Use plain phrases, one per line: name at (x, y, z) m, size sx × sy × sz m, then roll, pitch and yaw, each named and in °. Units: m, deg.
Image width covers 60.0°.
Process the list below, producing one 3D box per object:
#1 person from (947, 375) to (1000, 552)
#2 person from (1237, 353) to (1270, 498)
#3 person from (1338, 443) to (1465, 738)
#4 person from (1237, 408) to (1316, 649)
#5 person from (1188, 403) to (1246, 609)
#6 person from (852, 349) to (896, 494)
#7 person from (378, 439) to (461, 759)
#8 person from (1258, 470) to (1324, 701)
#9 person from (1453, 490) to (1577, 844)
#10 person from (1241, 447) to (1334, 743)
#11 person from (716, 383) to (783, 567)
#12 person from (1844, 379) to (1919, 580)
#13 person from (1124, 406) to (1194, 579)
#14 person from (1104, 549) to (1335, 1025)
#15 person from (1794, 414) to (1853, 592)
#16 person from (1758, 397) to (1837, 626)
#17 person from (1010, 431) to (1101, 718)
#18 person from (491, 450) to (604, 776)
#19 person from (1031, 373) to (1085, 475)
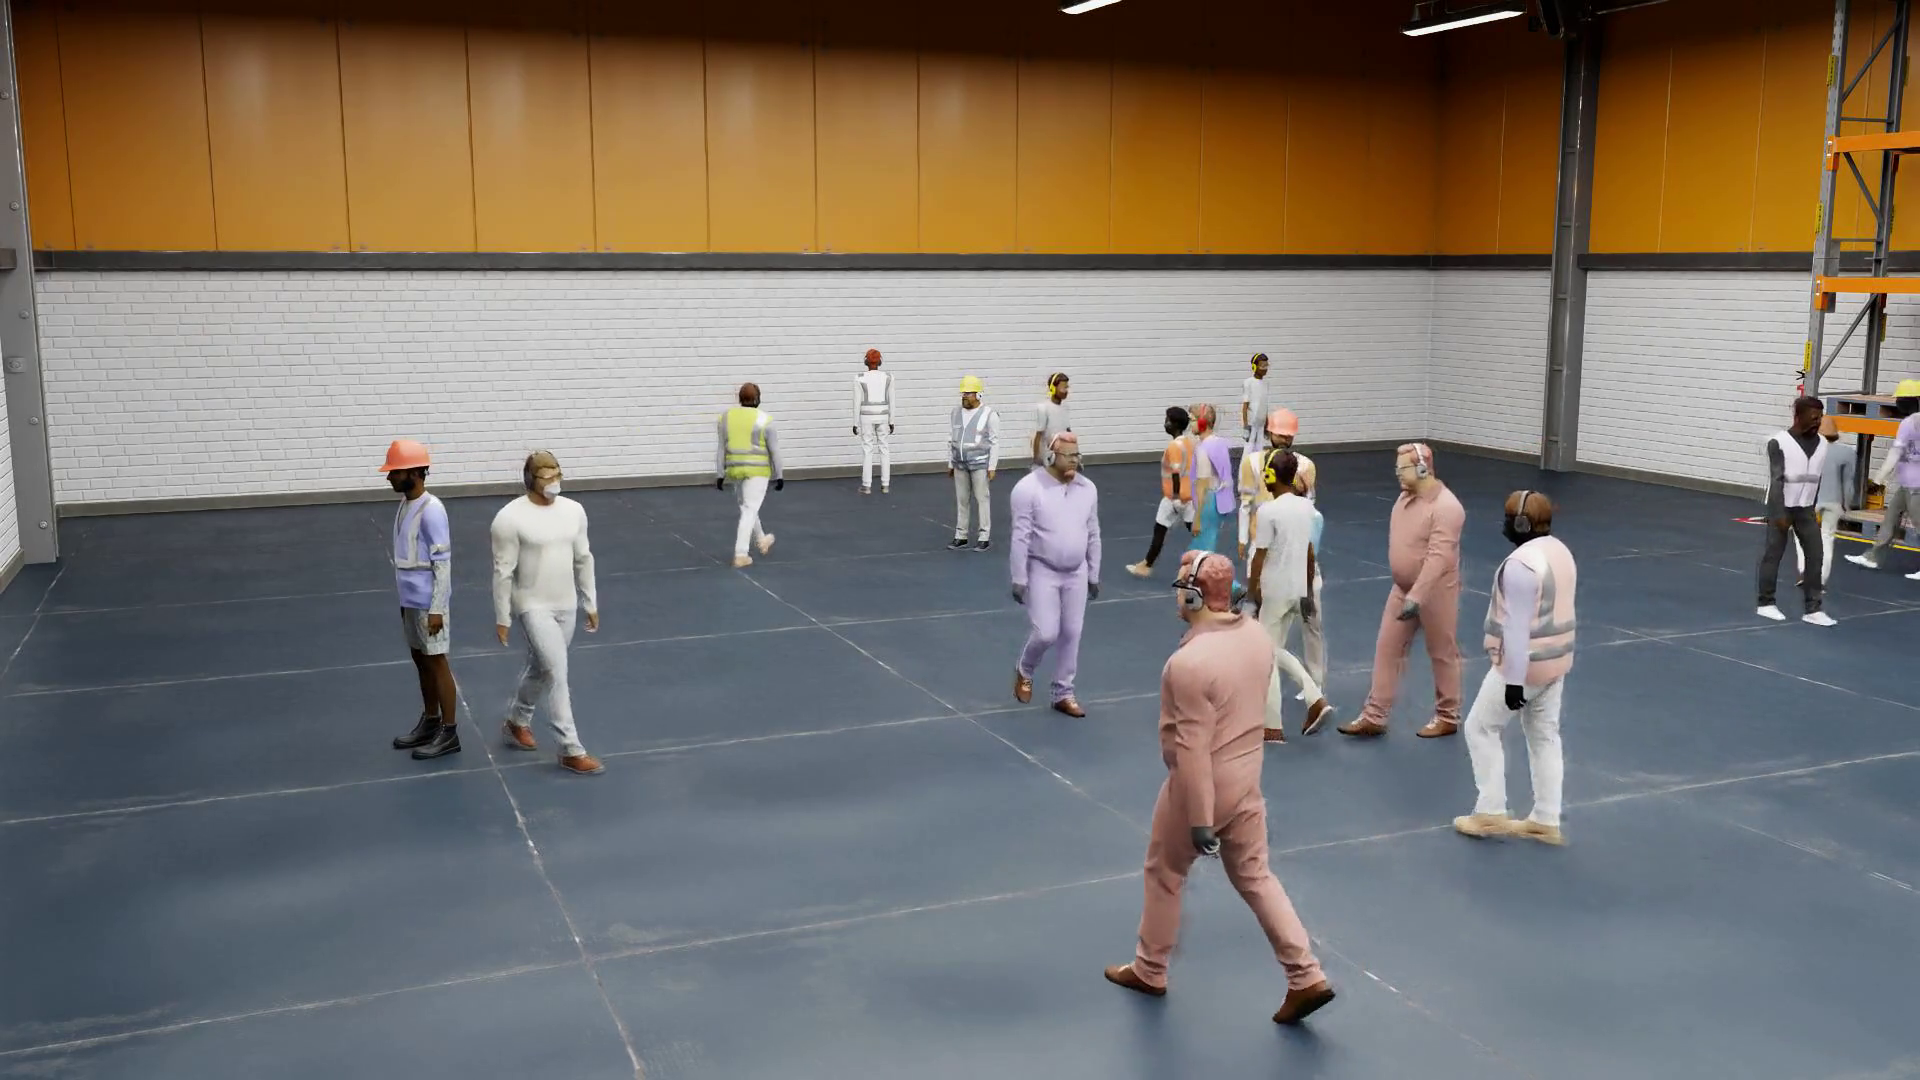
person at (0.115, -0.795, 17.287) m, size 0.600 × 1.832 × 0.404 m, roll 6°, pitch 11°, yaw 31°
person at (3.763, -1.440, 21.138) m, size 0.515 × 1.863 × 0.349 m, roll -9°, pitch 13°, yaw -42°
person at (2.767, 0.338, 10.312) m, size 0.903 × 1.862 × 0.632 m, roll -4°, pitch 10°, yaw -22°
person at (2.372, -0.043, 12.471) m, size 0.562 × 1.918 × 0.554 m, roll 2°, pitch 10°, yaw 12°
person at (2.084, -0.224, 13.856) m, size 0.447 × 1.828 × 0.569 m, roll 3°, pitch 10°, yaw 19°
person at (-1.122, -1.543, 21.667) m, size 0.580 × 1.883 × 0.352 m, roll -3°, pitch 10°, yaw -20°
person at (-3.266, 0.352, 10.019) m, size 0.375 × 1.935 × 0.551 m, roll -7°, pitch 12°, yaw -37°
person at (2.171, 0.334, 11.174) m, size 0.828 × 1.596 × 0.505 m, roll -8°, pitch 12°, yaw -40°
person at (2.849, 0.647, 8.571) m, size 0.642 × 1.819 × 0.662 m, roll 8°, pitch 13°, yaw 41°
person at (2.004, 0.363, 10.252) m, size 0.477 × 1.849 × 0.542 m, roll 9°, pitch 13°, yaw 43°
person at (-2.058, -0.670, 16.636) m, size 0.653 × 1.791 × 0.973 m, roll 4°, pitch 10°, yaw 22°
person at (8.936, -0.574, 15.815) m, size 0.961 × 1.881 × 0.603 m, roll 8°, pitch 12°, yaw 40°
person at (2.028, -0.428, 15.600) m, size 0.897 × 1.646 × 0.544 m, roll 5°, pitch 10°, yaw 25°
person at (1.044, 0.966, 6.532) m, size 0.940 × 1.872 × 0.638 m, roll 9°, pitch 13°, yaw 43°
person at (7.819, -0.329, 15.119) m, size 0.516 × 1.623 × 0.345 m, roll 3°, pitch 10°, yaw 15°
person at (6.932, -0.230, 13.704) m, size 0.593 × 1.883 × 0.828 m, roll -2°, pitch 10°, yaw -12°
person at (0.636, 0.222, 10.937) m, size 0.662 × 1.889 × 0.471 m, roll -5°, pitch 11°, yaw -28°
person at (-2.489, 0.396, 9.898) m, size 0.999 × 1.900 × 0.644 m, roll 7°, pitch 12°, yaw 37°
person at (1.068, -0.819, 17.397) m, size 0.785 × 1.840 × 0.534 m, roll 6°, pitch 11°, yaw 31°
